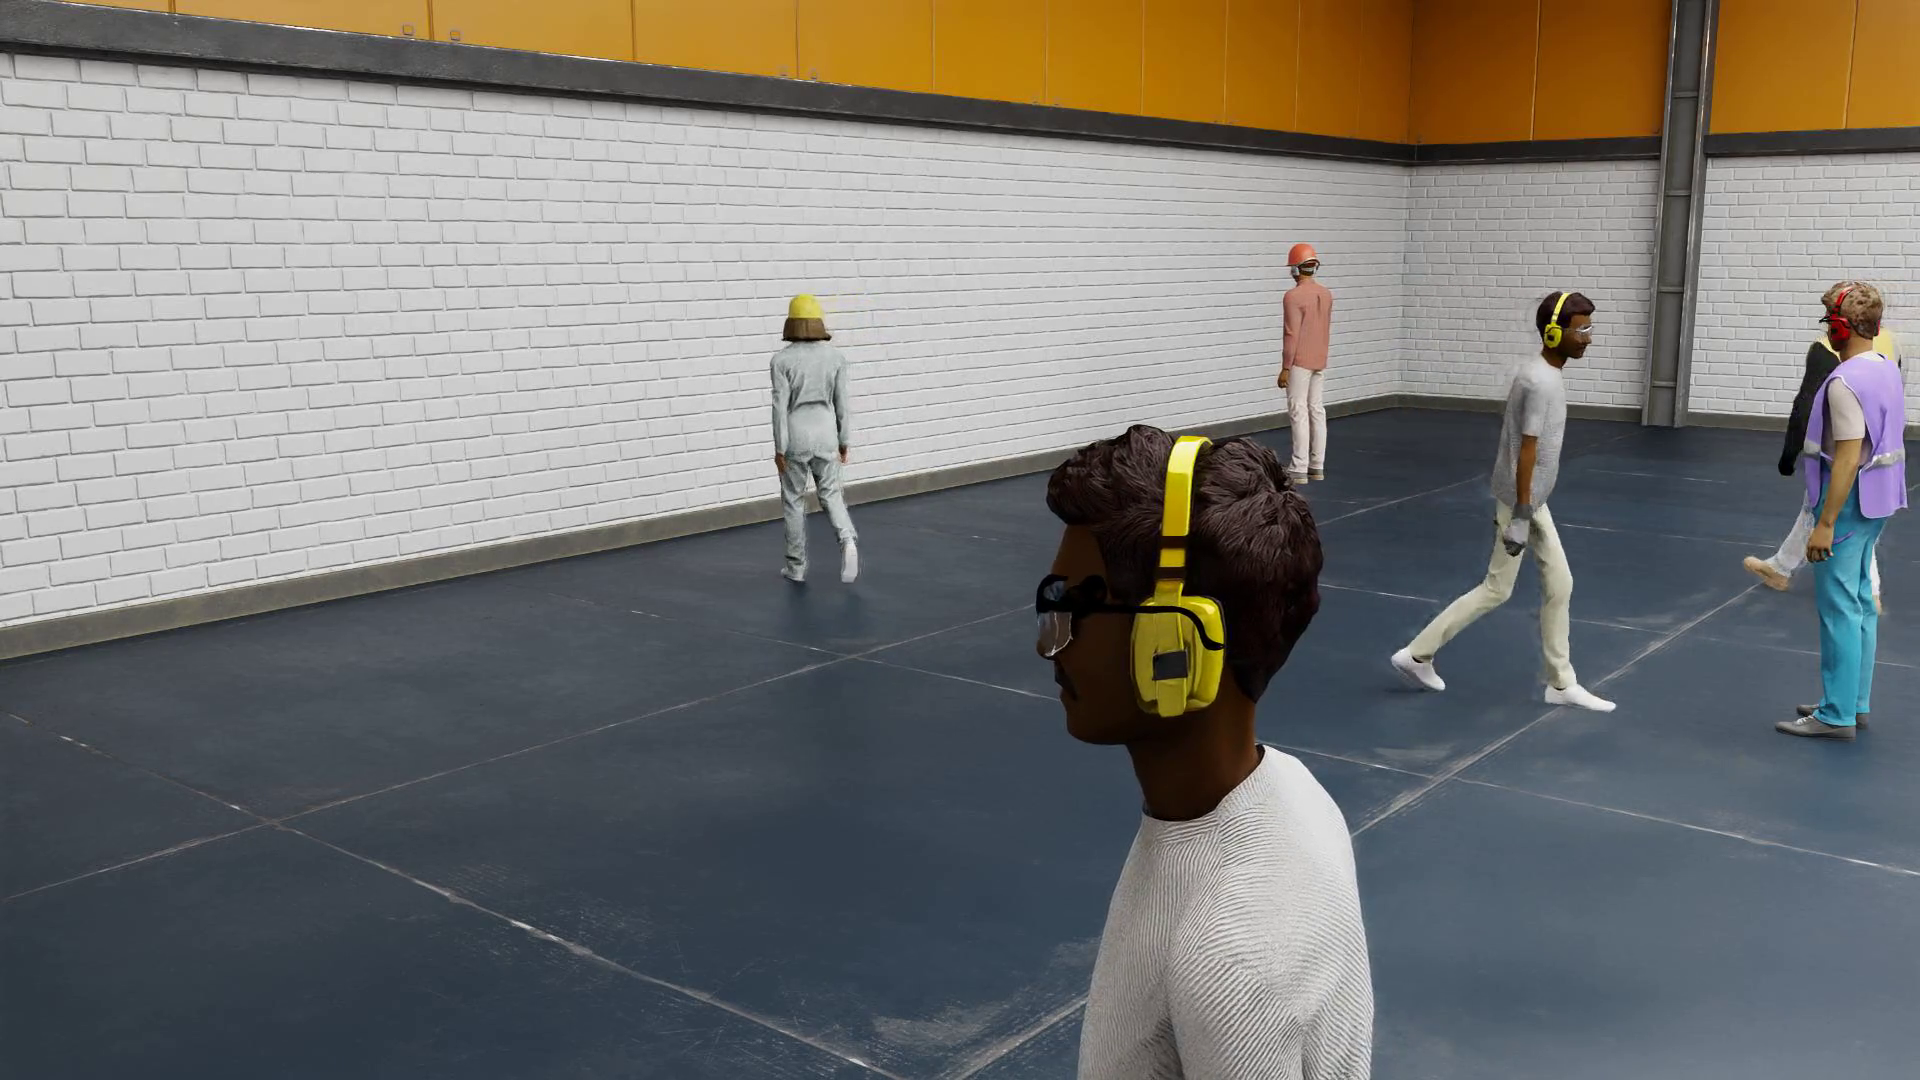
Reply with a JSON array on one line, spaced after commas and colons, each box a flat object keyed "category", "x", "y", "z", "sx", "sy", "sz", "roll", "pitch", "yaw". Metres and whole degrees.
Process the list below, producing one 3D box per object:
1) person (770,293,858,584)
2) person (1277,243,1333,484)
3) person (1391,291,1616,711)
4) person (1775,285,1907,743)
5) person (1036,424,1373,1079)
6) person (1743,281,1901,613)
[{"category": "person", "x": -0.852, "y": -0.575, "z": 9.714, "sx": 0.489, "sy": 1.724, "sz": 0.699, "roll": -5, "pitch": 12, "yaw": -27}, {"category": "person", "x": 2.860, "y": -1.469, "z": 13.906, "sx": 0.614, "sy": 1.990, "sz": 0.392, "roll": -10, "pitch": 14, "yaw": -43}, {"category": "person", "x": 2.381, "y": -0.169, "z": 7.214, "sx": 0.895, "sy": 1.822, "sz": 0.590, "roll": 5, "pitch": 11, "yaw": 25}, {"category": "person", "x": 3.604, "y": -0.100, "z": 6.731, "sx": 0.373, "sy": 1.840, "sz": 0.571, "roll": 9, "pitch": 14, "yaw": 41}, {"category": "person", "x": 0.212, "y": 0.827, "z": 1.527, "sx": 0.309, "sy": 1.868, "sz": 0.535, "roll": 2, "pitch": 10, "yaw": 9}, {"category": "person", "x": 4.826, "y": -0.534, "z": 9.274, "sx": 0.650, "sy": 1.789, "sz": 0.944, "roll": -6, "pitch": 12, "yaw": -28}]
